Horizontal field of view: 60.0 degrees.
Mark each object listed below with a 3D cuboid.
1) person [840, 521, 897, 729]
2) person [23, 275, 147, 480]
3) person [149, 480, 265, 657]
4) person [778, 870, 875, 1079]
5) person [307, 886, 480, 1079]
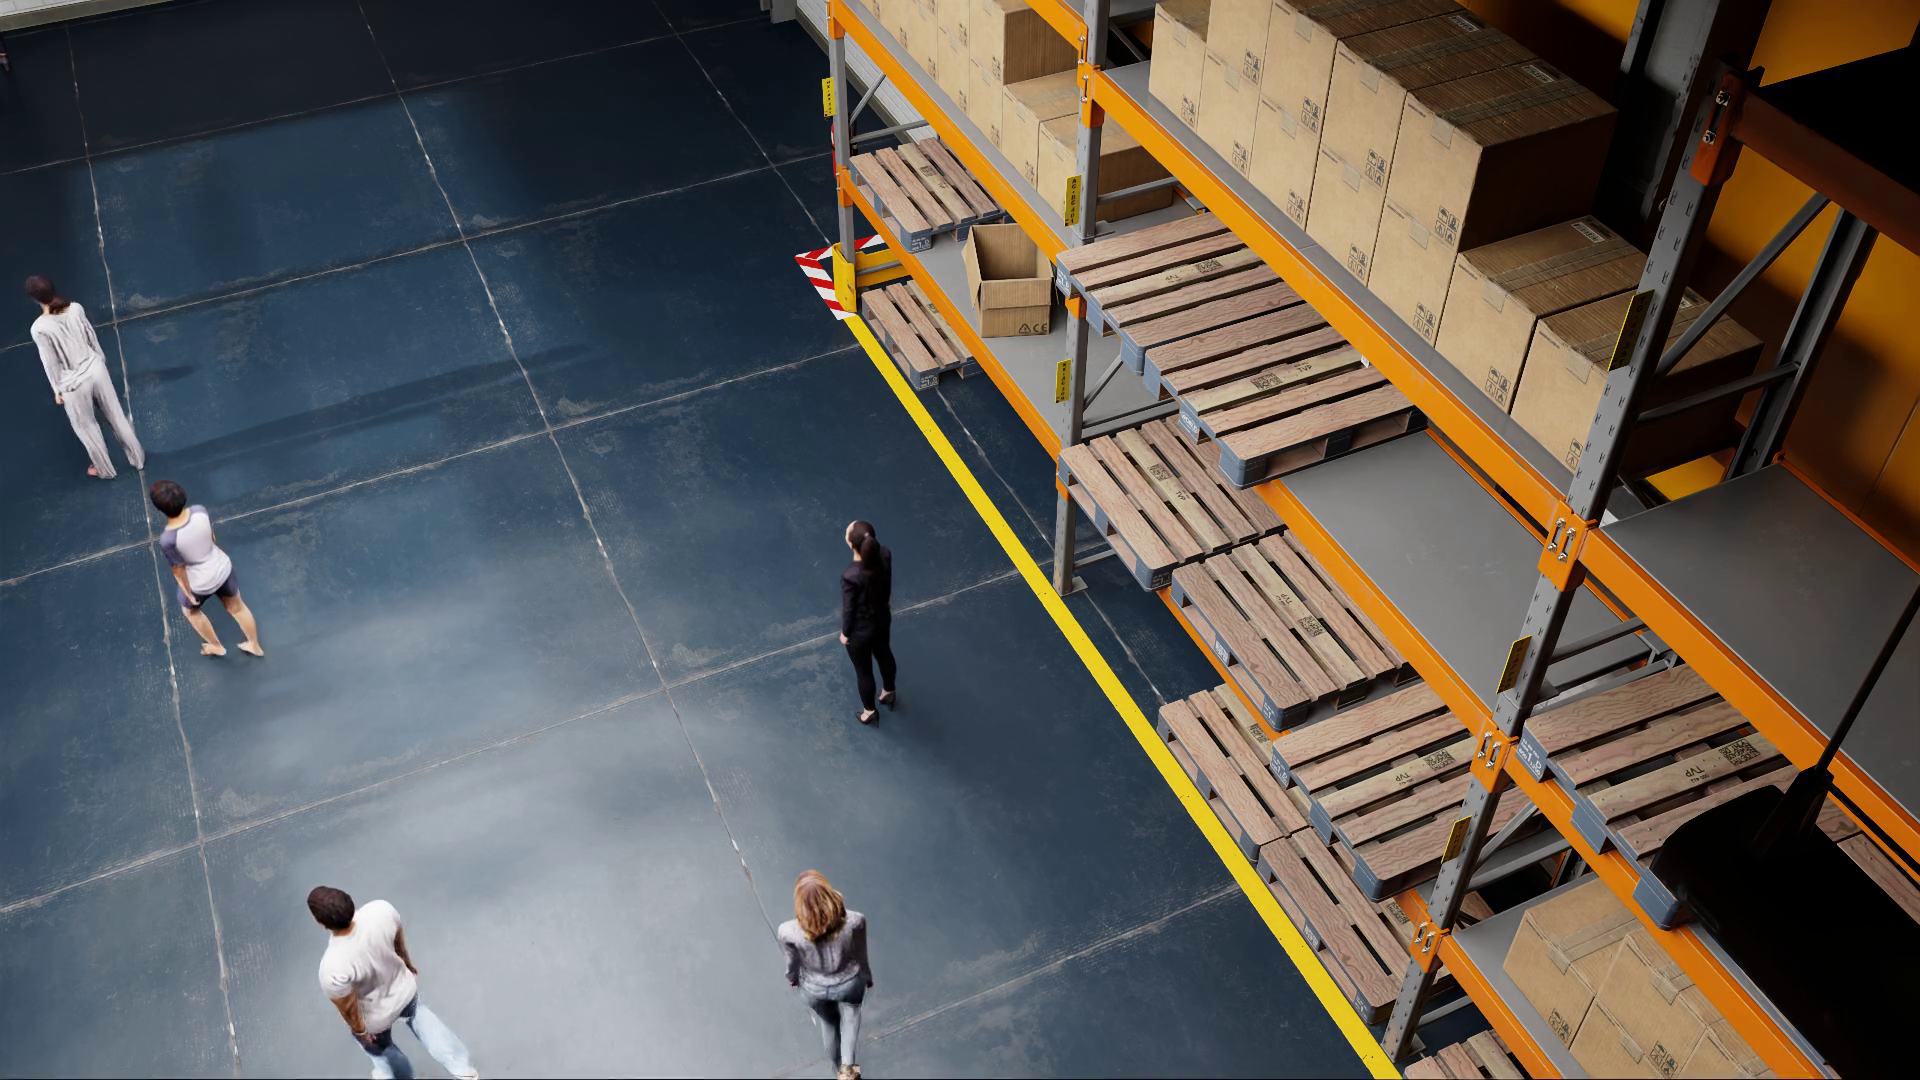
[{"bbox_3d":[-0.583,0.524,10.504,0.611,1.711,0.636,31,52,28],"label":"person"},{"bbox_3d":[-6.450,-1.188,12.258,0.744,1.769,0.718,27,50,26],"label":"person"},{"bbox_3d":[-4.908,0.242,10.920,0.779,1.546,0.718,24,49,23],"label":"person"},{"bbox_3d":[-0.659,2.357,8.532,0.717,1.776,0.762,-3,44,-3],"label":"person"},{"bbox_3d":[-2.890,2.355,8.484,1.042,1.846,0.953,20,47,20],"label":"person"}]
